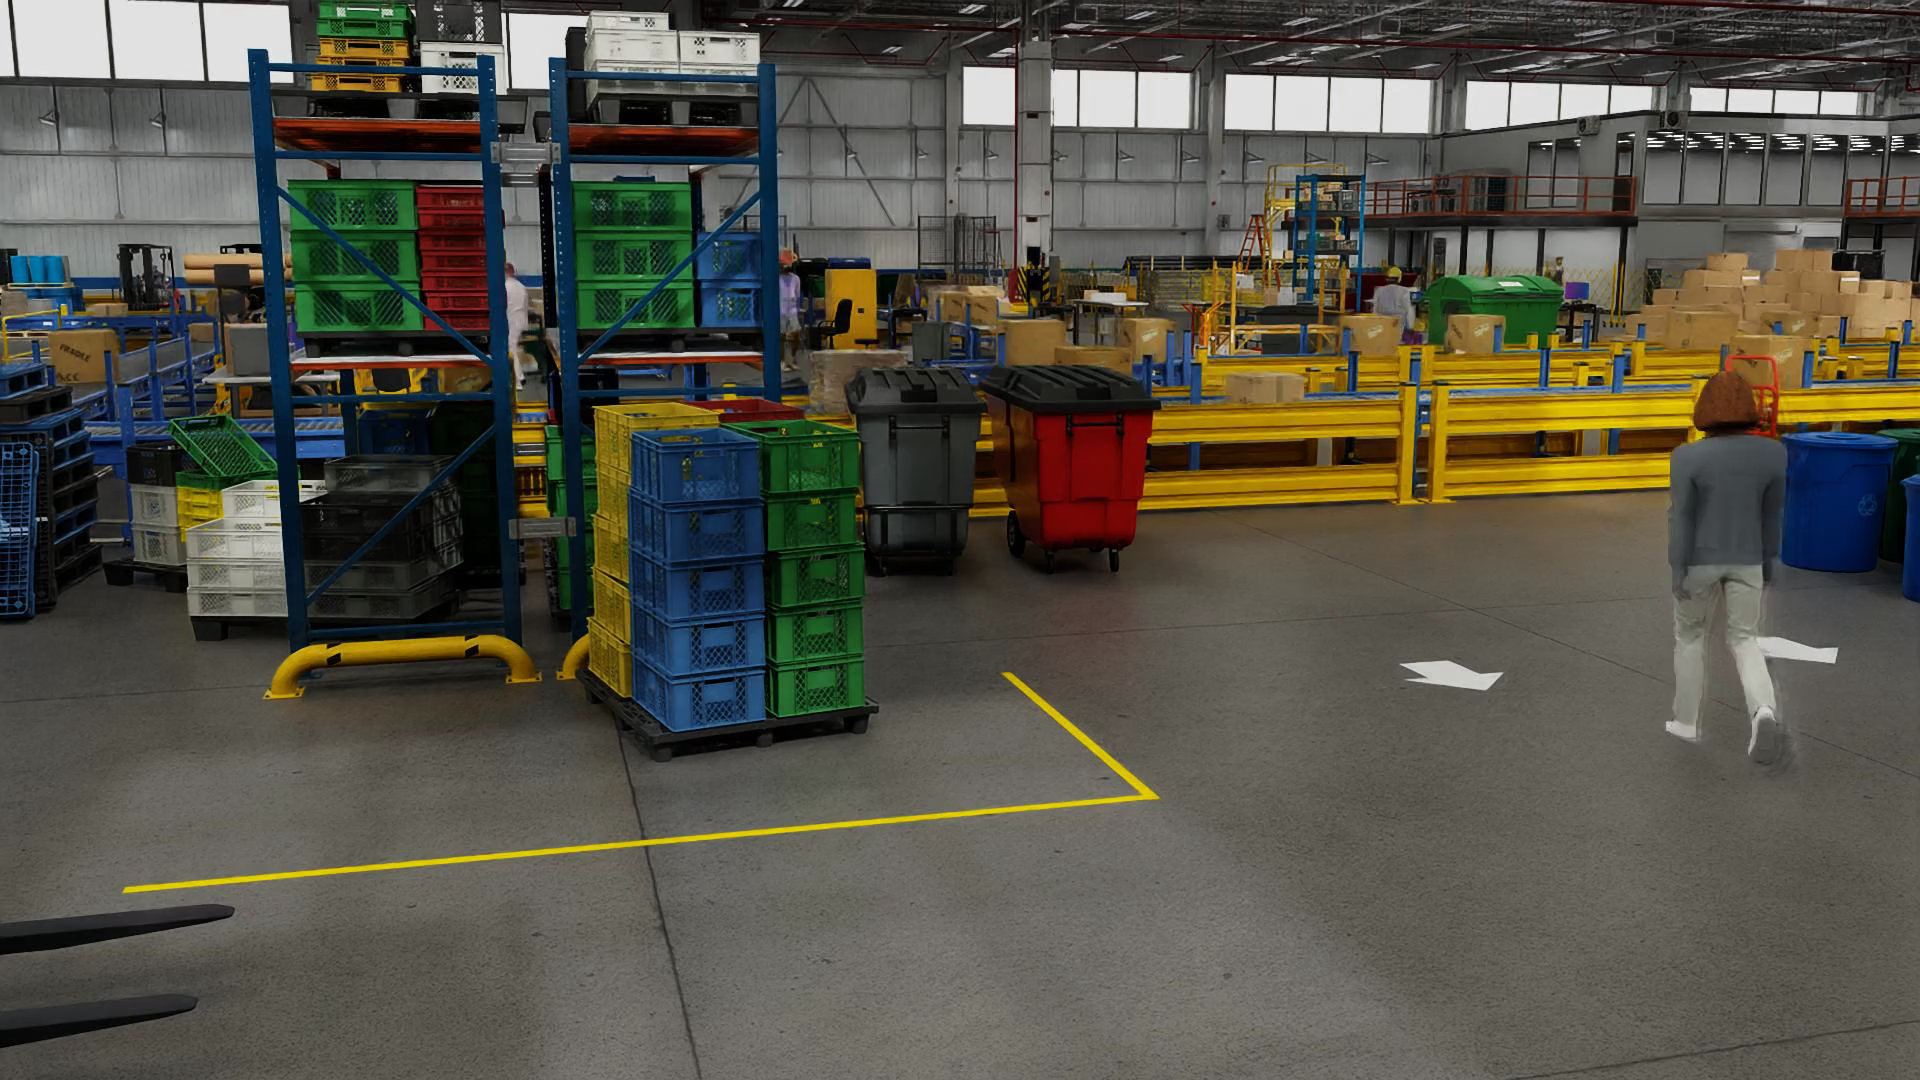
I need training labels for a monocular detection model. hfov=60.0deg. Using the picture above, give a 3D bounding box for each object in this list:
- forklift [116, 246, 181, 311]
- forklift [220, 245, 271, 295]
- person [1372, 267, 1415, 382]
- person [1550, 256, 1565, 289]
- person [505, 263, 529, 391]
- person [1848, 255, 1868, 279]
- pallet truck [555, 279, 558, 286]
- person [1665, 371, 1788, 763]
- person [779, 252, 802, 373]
[{"bbox_3d":[-19.966,-6.232,40.894,1.157,1.987,2.680,-3,10,-15],"label":"forklift"},{"bbox_3d":[-17.749,-6.334,41.440,1.157,1.987,2.680,-3,10,-17],"label":"forklift"},{"bbox_3d":[6.752,-3.318,25.793,0.615,1.806,0.723,9,14,42],"label":"person"},{"bbox_3d":[18.358,-7.830,51.263,0.534,1.834,0.586,-3,11,-19],"label":"person"},{"bbox_3d":[-6.642,-3.133,24.520,0.460,1.880,0.662,2,10,12],"label":"person"},{"bbox_3d":[24.382,-6.789,45.250,0.600,1.940,0.539,-3,10,-17],"label":"person"},{"bbox_3d":[-10.604,-6.375,44.520,0.653,1.274,1.630,-3,10,-15],"label":"pallet truck"},{"bbox_3d":[3.186,0.111,6.904,0.494,1.612,0.695,1,10,4],"label":"person"},{"bbox_3d":[-2.917,-3.811,27.956,0.618,2.024,0.534,-5,11,-27],"label":"person"}]
